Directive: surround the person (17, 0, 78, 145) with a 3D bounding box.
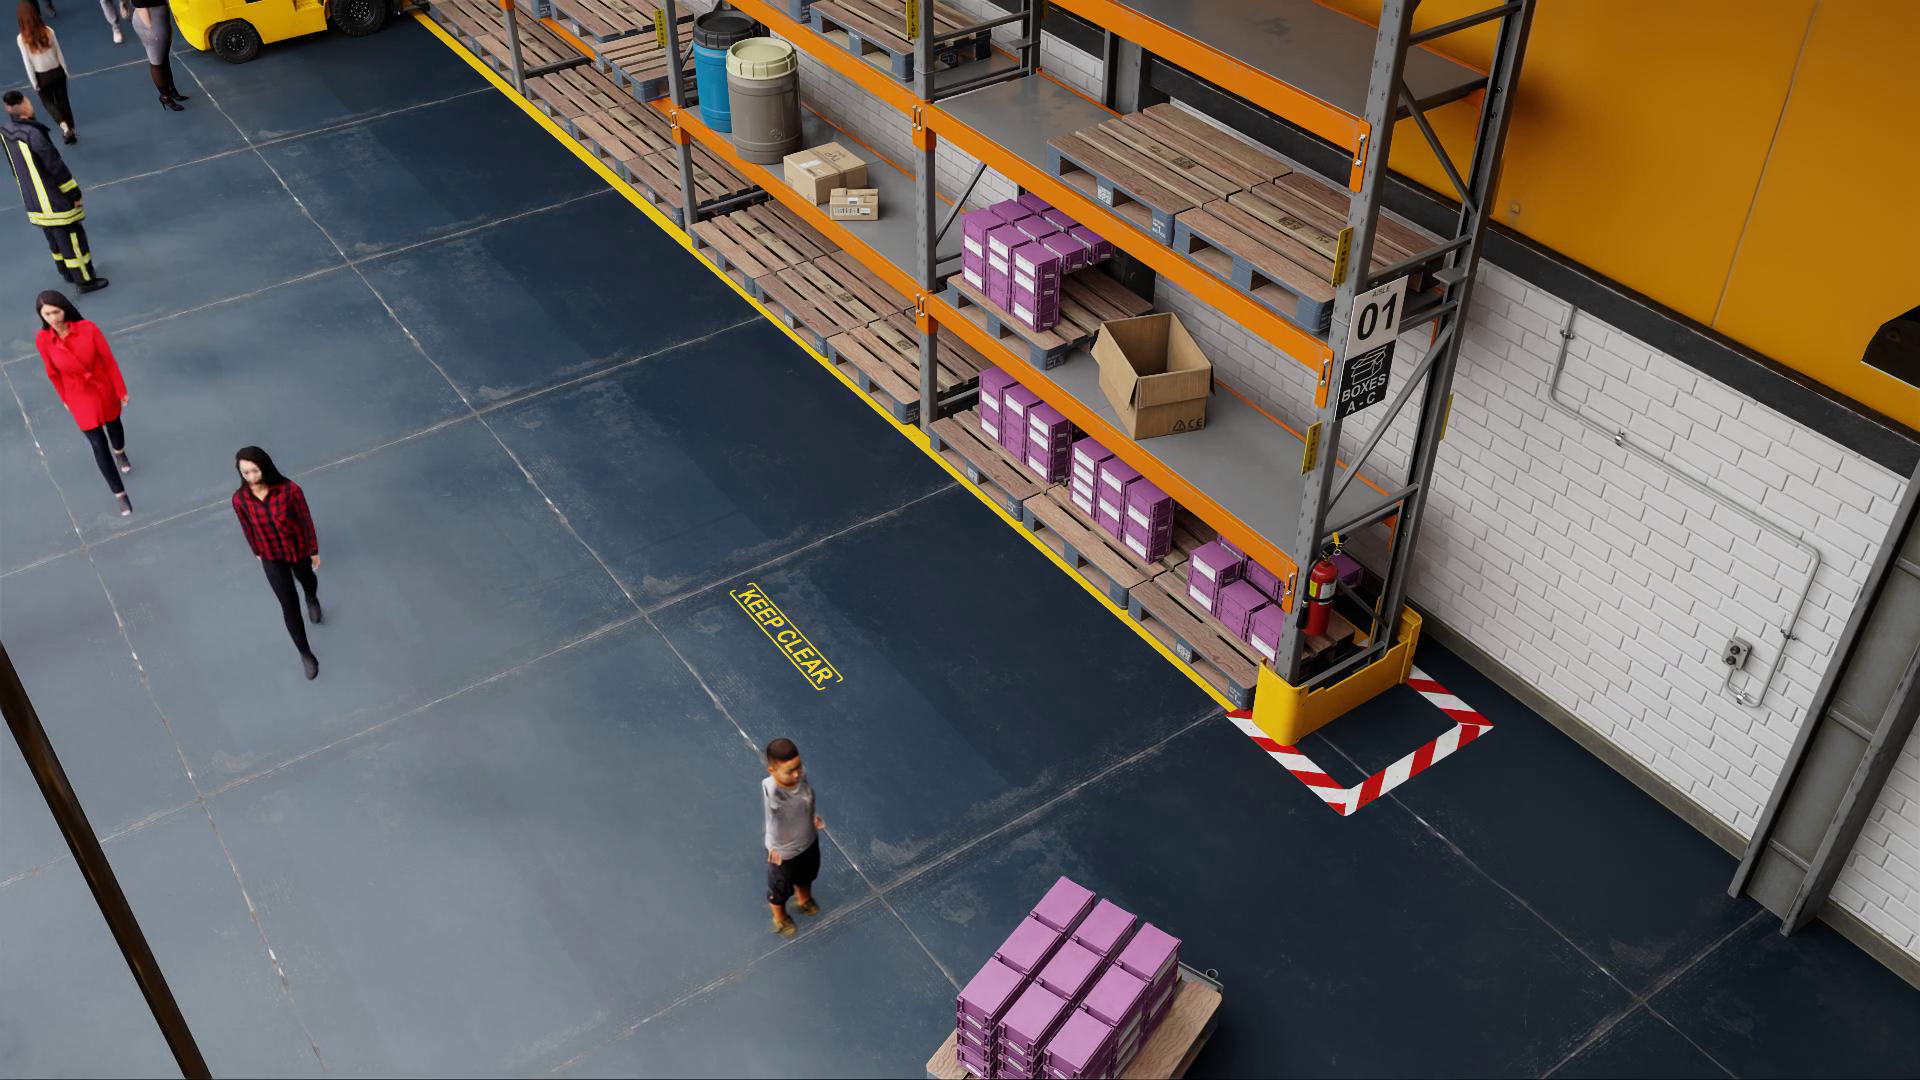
[{"bbox_3d":[-9.210,-4.696,16.873,0.595,1.474,0.701,-31,48,-33],"label":"person"}]

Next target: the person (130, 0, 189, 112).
[{"bbox_3d":[-8.542,-5.433,17.567,0.820,1.760,0.704,-6,39,-8],"label":"person"}]

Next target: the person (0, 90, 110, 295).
[{"bbox_3d":[-7.956,-3.047,14.496,0.807,1.863,0.935,18,42,22],"label":"person"}]

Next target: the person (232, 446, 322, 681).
[{"bbox_3d":[-4.385,0.030,10.846,0.773,1.609,1.142,-13,40,-15],"label":"person"}]

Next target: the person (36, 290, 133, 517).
[{"bbox_3d":[-6.338,-1.084,12.168,0.693,1.701,1.089,-18,42,-21],"label":"person"}]

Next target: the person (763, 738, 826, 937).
[{"bbox_3d":[-0.924,1.571,9.043,0.577,1.453,0.606,27,46,30],"label":"person"}]
